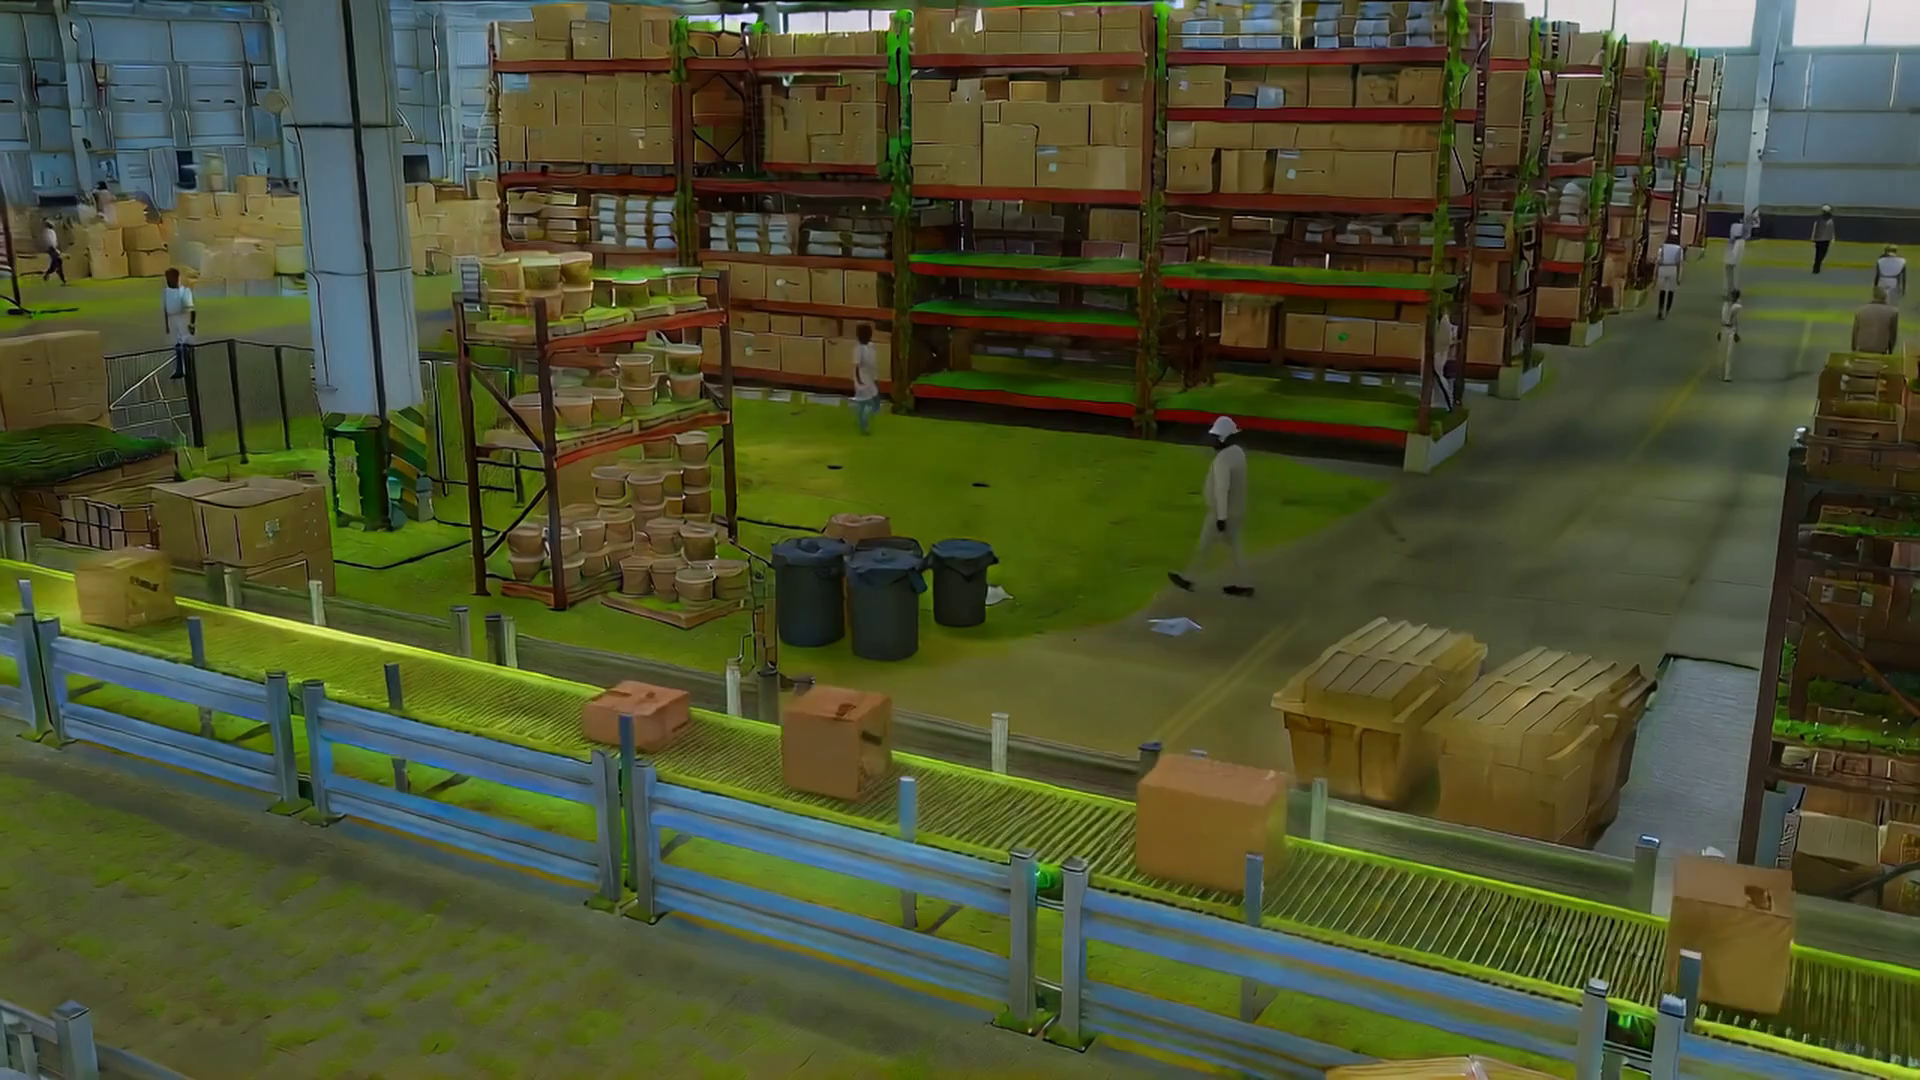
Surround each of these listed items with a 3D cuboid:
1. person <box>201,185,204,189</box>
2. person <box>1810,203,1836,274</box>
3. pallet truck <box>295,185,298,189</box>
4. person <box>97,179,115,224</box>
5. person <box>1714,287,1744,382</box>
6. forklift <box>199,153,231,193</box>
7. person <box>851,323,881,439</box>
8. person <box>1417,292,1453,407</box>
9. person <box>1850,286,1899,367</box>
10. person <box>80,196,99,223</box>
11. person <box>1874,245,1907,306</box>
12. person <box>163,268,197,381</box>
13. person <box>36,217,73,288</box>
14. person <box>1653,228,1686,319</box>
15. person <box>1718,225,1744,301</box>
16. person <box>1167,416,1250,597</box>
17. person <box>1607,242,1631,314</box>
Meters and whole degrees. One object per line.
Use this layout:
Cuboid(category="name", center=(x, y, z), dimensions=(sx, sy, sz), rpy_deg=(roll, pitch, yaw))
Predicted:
Cuboid(category="person", center=(-28.638, -12.743, 63.465), dimensions=(0.818, 1.588, 0.560), rpy_deg=(5, 16, 18))
Cuboid(category="person", center=(24.161, -8.447, 46.644), dimensions=(0.981, 1.958, 0.620), rpy_deg=(-12, 19, -37))
Cuboid(category="pallet truck", center=(-26.804, -14.617, 69.738), dimensions=(1.885, 1.965, 0.823), rpy_deg=(-14, 20, -42))
Cuboid(category="person", center=(-31.399, -12.302, 61.198), dimensions=(0.565, 1.909, 0.463), rpy_deg=(-2, 15, -9))
Cuboid(category="person", center=(13.432, -3.586, 28.977), dimensions=(0.316, 1.642, 0.559), rpy_deg=(-3, 15, -10))
Cuboid(category="forklift", center=(-27.440, -12.865, 61.464), dimensions=(1.873, 2.768, 1.129), rpy_deg=(8, 17, 28))
Cuboid(category="person", center=(-1.371, -2.293, 23.996), dimensions=(0.362, 1.684, 0.558), rpy_deg=(6, 16, 22))
Cuboid(category="person", center=(7.276, -2.843, 25.589), dimensions=(0.354, 1.937, 0.635), rpy_deg=(-7, 17, -26))
Cuboid(category="person", center=(14.664, -3.122, 26.707), dimensions=(0.649, 1.904, 0.401), rpy_deg=(9, 17, 31))
Cuboid(category="person", center=(-26.668, -9.562, 50.920), dimensions=(0.826, 1.892, 0.703), rpy_deg=(-14, 20, -41))
Cuboid(category="person", center=(19.724, -5.354, 35.301), dimensions=(0.586, 1.804, 0.964), rpy_deg=(8, 17, 28))
Cuboid(category="person", center=(-13.602, -3.763, 28.997), dimensions=(0.608, 1.966, 0.371), rpy_deg=(5, 16, 18))
Cuboid(category="person", center=(-23.578, -7.436, 43.090), dimensions=(0.806, 1.824, 0.515), rpy_deg=(-13, 20, -41))
Cuboid(category="person", center=(15.705, -5.890, 36.863), dimensions=(0.618, 2.030, 0.623), rpy_deg=(6, 16, 22))
Cuboid(category="person", center=(18.806, -6.759, 40.535), dimensions=(0.429, 1.835, 0.631), rpy_deg=(2, 15, 6))
Cuboid(category="person", center=(2.516, -0.340, 16.453), dimensions=(0.889, 1.788, 0.626), rpy_deg=(9, 17, 31))
Cuboid(category="person", center=(15.051, -5.970, 37.931), dimensions=(0.500, 1.633, 0.284), rpy_deg=(-9, 18, -31))
